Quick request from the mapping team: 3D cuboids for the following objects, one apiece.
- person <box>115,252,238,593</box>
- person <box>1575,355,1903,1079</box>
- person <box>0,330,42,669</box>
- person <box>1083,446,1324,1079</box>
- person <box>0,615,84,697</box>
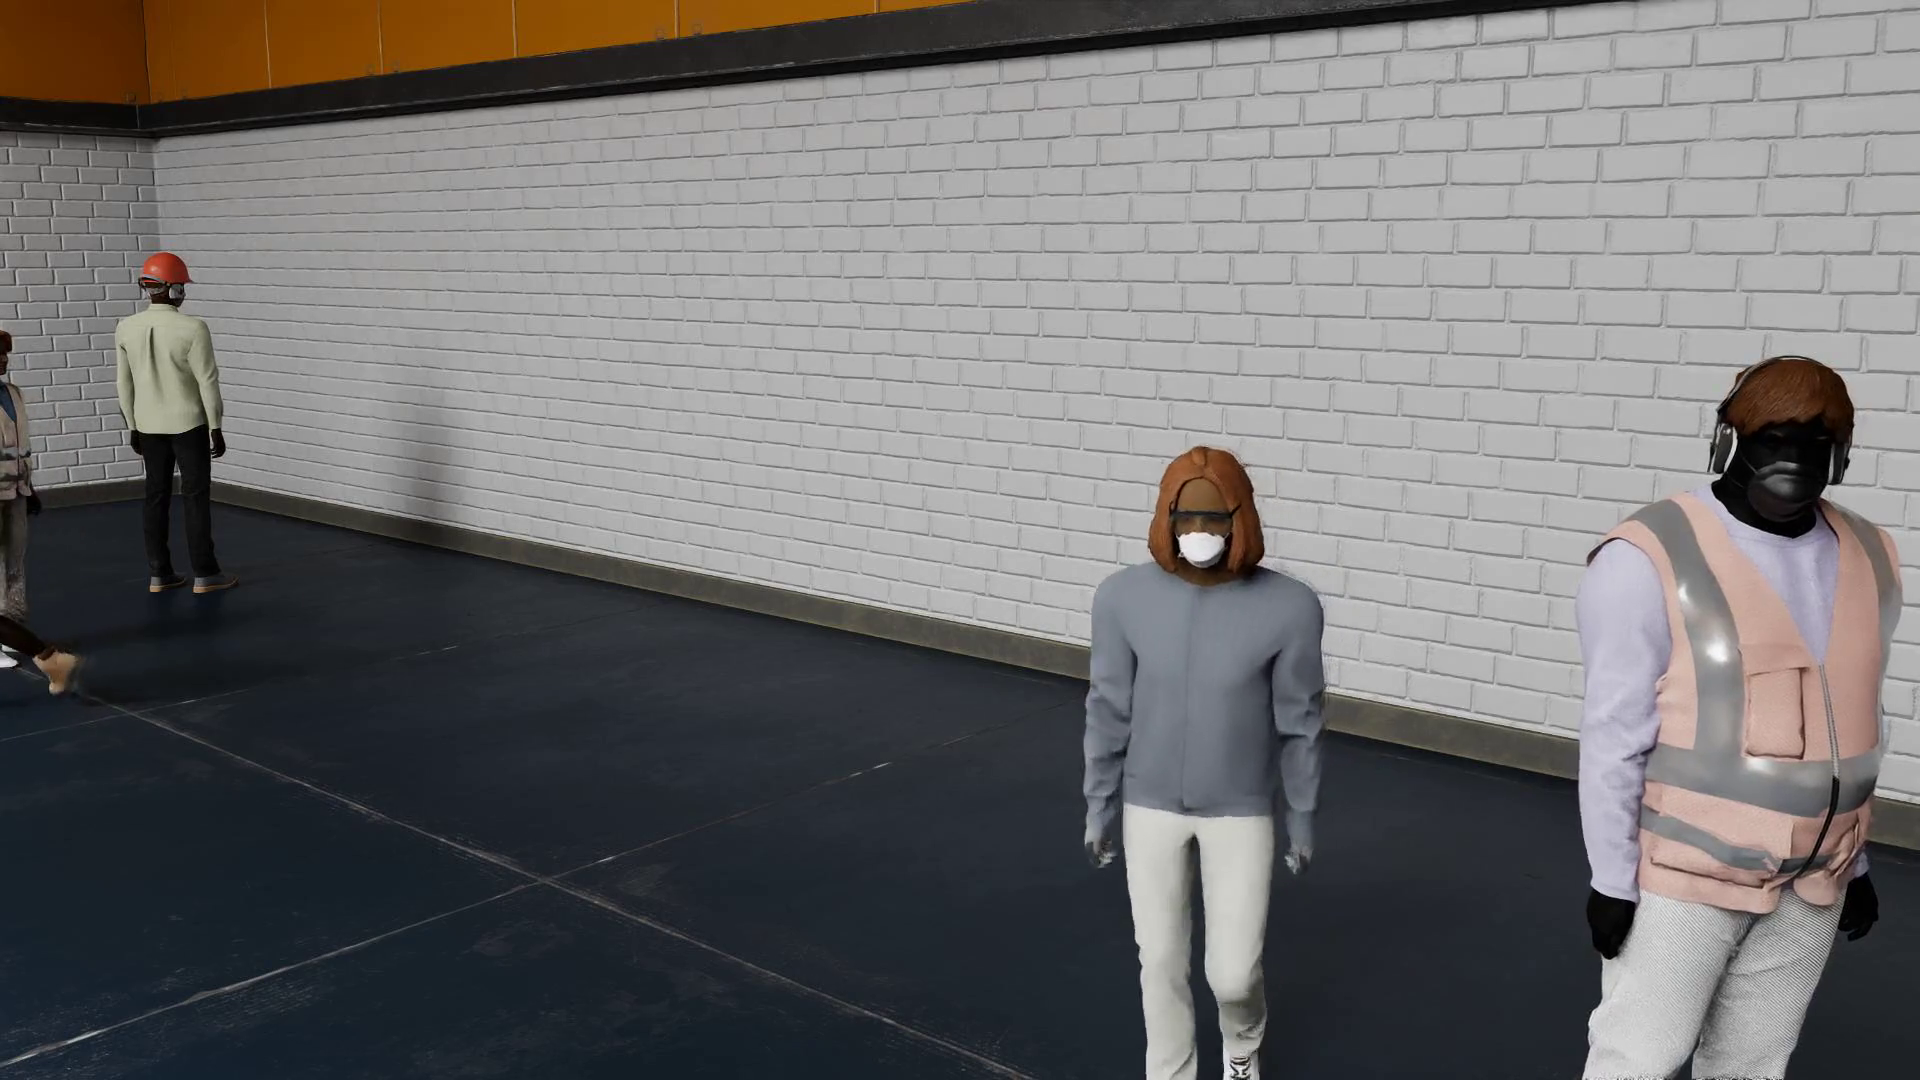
[{"bbox_3d":[-4.608,-0.678,9.769,0.622,1.994,0.381,2,10,9],"label":"person"},{"bbox_3d":[1.405,0.588,3.008,0.624,1.841,0.430,-3,10,-16],"label":"person"},{"bbox_3d":[-4.689,-0.207,8.098,0.311,1.642,0.513,1,10,4],"label":"person"},{"bbox_3d":[0.521,0.593,3.603,0.507,1.618,0.391,4,11,19],"label":"person"},{"bbox_3d":[-4.248,-0.027,7.082,0.791,1.652,0.537,-4,11,-23],"label":"person"}]
